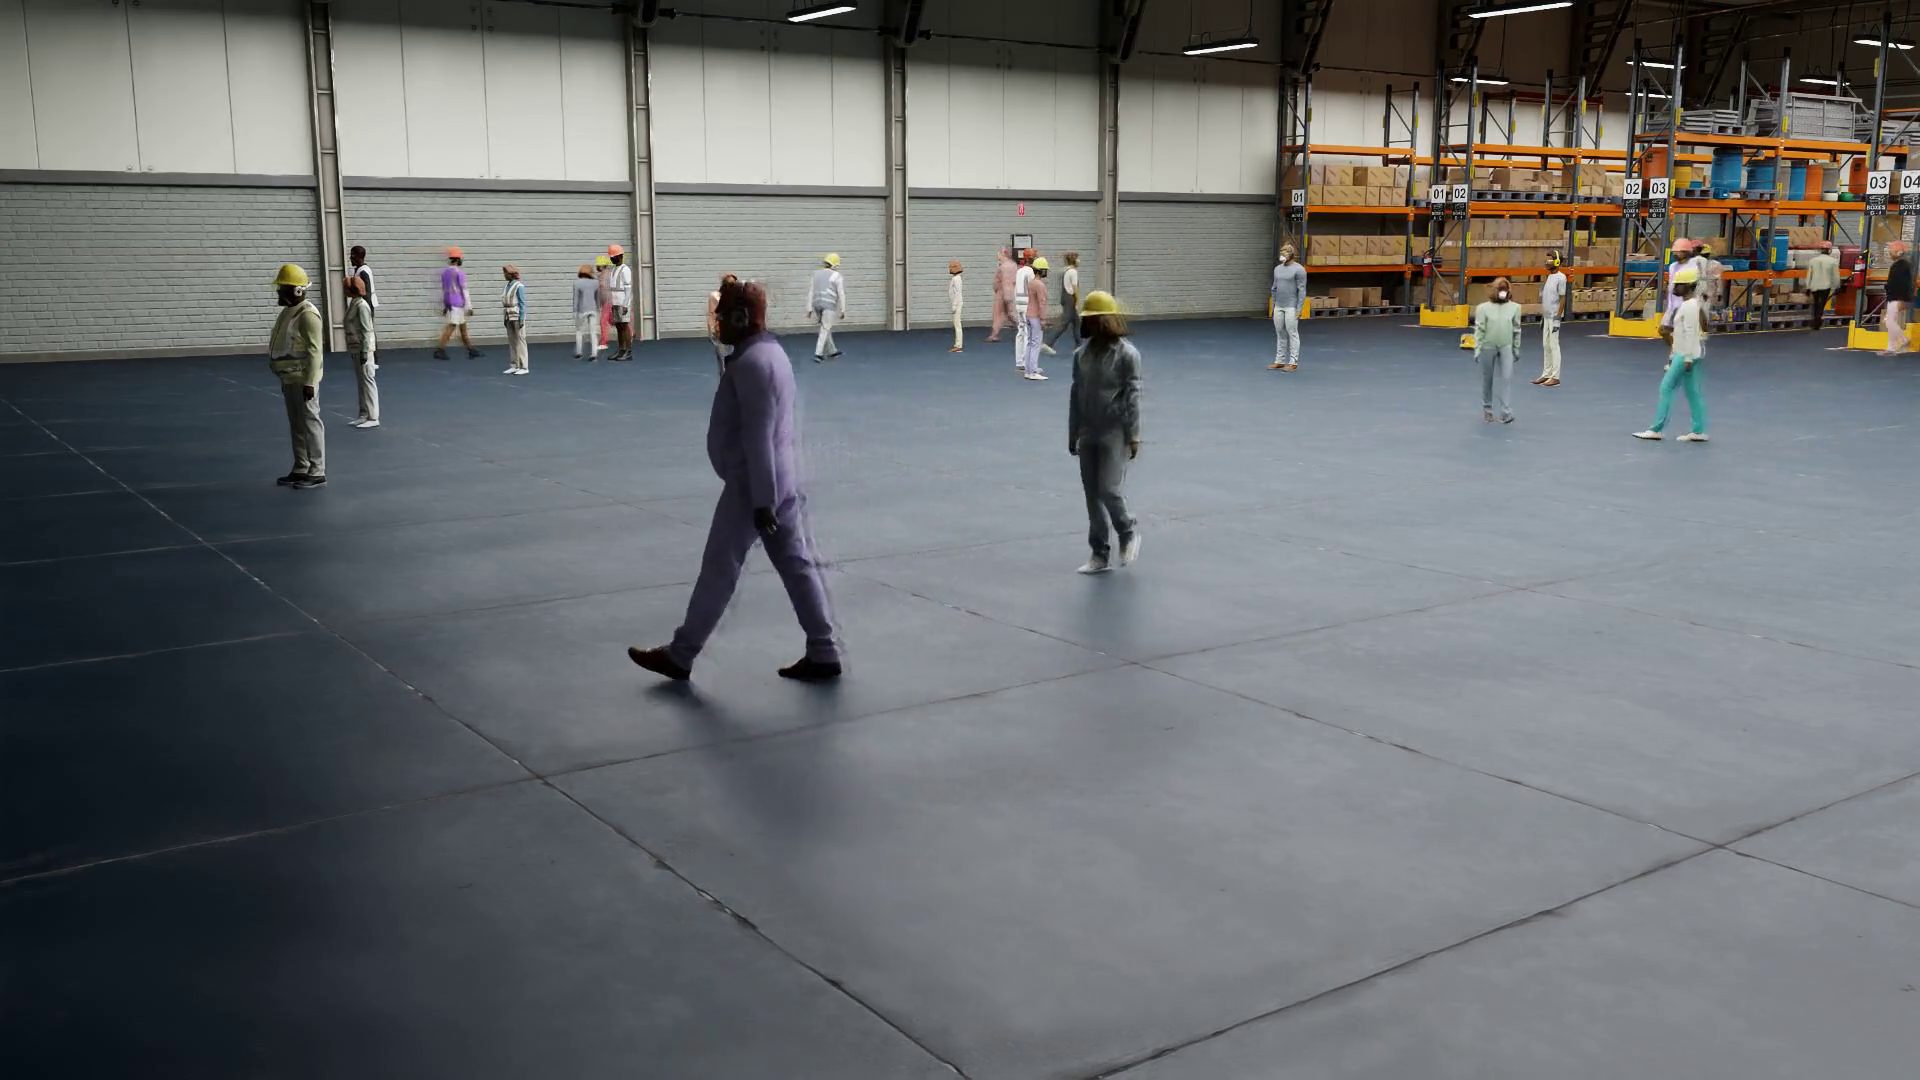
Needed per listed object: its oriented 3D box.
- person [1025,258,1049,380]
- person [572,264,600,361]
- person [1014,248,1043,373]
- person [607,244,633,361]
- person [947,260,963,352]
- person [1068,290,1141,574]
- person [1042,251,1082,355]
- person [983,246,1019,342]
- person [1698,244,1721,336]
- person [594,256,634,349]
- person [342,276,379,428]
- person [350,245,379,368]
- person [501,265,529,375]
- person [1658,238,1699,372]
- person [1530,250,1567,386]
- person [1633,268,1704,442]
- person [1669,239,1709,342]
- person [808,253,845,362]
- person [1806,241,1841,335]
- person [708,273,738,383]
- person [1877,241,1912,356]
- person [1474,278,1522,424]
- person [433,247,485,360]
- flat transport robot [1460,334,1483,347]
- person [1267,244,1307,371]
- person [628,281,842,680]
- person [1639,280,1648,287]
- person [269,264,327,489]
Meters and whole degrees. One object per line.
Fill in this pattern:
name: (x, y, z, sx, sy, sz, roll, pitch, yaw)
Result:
person: (1.128, -3.191, 24.035, 0.341, 1.757, 0.518, -3, 11, -18)
person: (-6.265, -3.784, 27.720, 0.519, 1.596, 0.745, -8, 13, -36)
person: (1.028, -3.467, 25.199, 0.342, 1.881, 0.579, -5, 11, -25)
person: (-5.669, -3.937, 27.654, 0.371, 1.928, 0.543, -7, 13, -35)
person: (-0.086, -4.193, 29.861, 0.281, 1.633, 0.500, 0, 10, -2)
person: (0.862, -0.642, 10.108, 0.506, 1.732, 0.375, 9, 14, 41)
person: (1.858, -4.127, 29.042, 0.911, 1.813, 0.517, -1, 10, -8)
person: (0.922, -4.798, 32.520, 0.866, 1.883, 0.645, 3, 11, 14)
person: (15.105, -5.050, 33.803, 0.624, 1.904, 0.563, 9, 14, 40)
person: (-6.406, -4.378, 30.634, 0.850, 1.721, 0.532, -8, 13, -38)
person: (-6.478, -2.027, 17.983, 0.315, 1.636, 0.515, -6, 12, -31)
person: (-9.297, -3.630, 25.992, 0.397, 1.919, 0.590, -5, 11, -25)
person: (-6.676, -3.294, 24.925, 0.310, 1.636, 0.523, -10, 14, -44)
person: (10.904, -3.554, 25.267, 0.424, 2.028, 0.642, -3, 11, -15)
person: (8.193, -3.073, 23.073, 0.328, 1.872, 0.512, -1, 10, -5)
person: (7.180, -1.851, 16.741, 0.783, 1.736, 0.549, 4, 11, 23)
person: (14.392, -4.912, 32.805, 0.991, 1.986, 0.598, 10, 14, 43)
person: (-2.196, -3.843, 27.538, 0.619, 1.772, 0.946, 7, 12, 32)
person: (18.331, -5.334, 35.228, 0.913, 1.949, 0.605, -7, 12, -32)
person: (-2.969, -2.624, 21.372, 0.518, 1.595, 0.833, -2, 10, -9)
person: (16.087, -4.142, 28.615, 0.436, 1.980, 0.649, 2, 11, 10)
person: (5.922, -2.070, 18.292, 0.523, 1.591, 0.831, 1, 10, 7)
person: (-8.465, -3.954, 27.882, 0.558, 1.893, 1.014, 9, 14, 41)
flat transport robot: (9.669, -3.708, 30.938, 0.652, 0.197, 1.431, 3, 11, 18)
person: (5.022, -3.558, 25.545, 0.354, 1.938, 0.635, -7, 13, -35)
person: (-1.013, -0.257, 7.681, 1.008, 1.849, 0.663, 1, 10, 6)
person: (18.756, -7.152, 45.256, 0.373, 1.933, 0.552, -7, 12, -33)
person: (-5.446, -1.339, 13.669, 0.404, 1.833, 0.590, -10, 14, -42)
